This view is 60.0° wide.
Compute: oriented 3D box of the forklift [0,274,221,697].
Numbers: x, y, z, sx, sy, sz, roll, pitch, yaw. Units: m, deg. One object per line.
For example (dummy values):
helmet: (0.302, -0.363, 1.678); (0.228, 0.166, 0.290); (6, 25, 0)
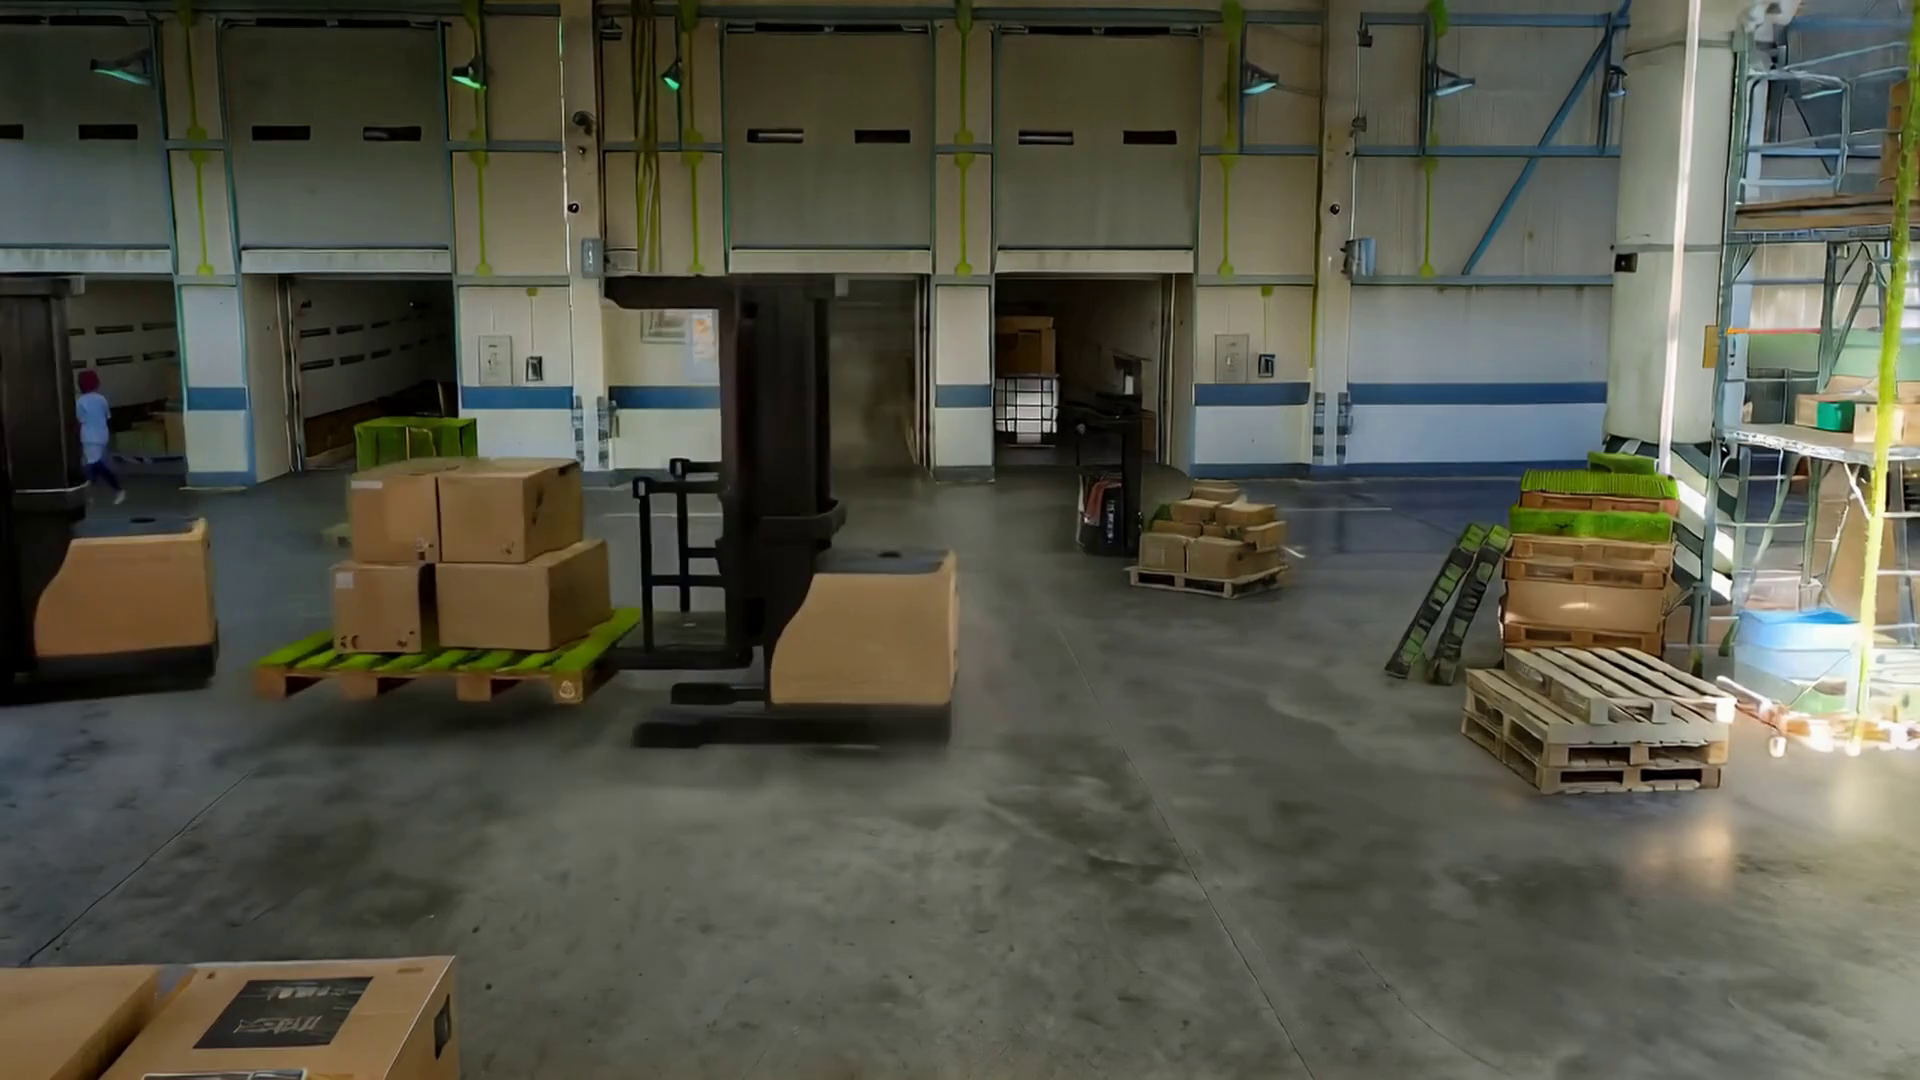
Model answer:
forklift: (-6.146, -0.402, 11.272); (1.873, 2.768, 1.129); (-4, 10, -21)

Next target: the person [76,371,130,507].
person: (-10.490, -1.227, 20.254); (0.806, 1.670, 0.527); (1, 9, 8)

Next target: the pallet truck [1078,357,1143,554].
pallet truck: (2.088, -0.836, 16.757); (1.885, 1.965, 0.823); (2, 9, 13)

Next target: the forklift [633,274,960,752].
forklift: (-0.959, -0.213, 10.086); (1.873, 2.768, 1.129); (0, 9, 3)
